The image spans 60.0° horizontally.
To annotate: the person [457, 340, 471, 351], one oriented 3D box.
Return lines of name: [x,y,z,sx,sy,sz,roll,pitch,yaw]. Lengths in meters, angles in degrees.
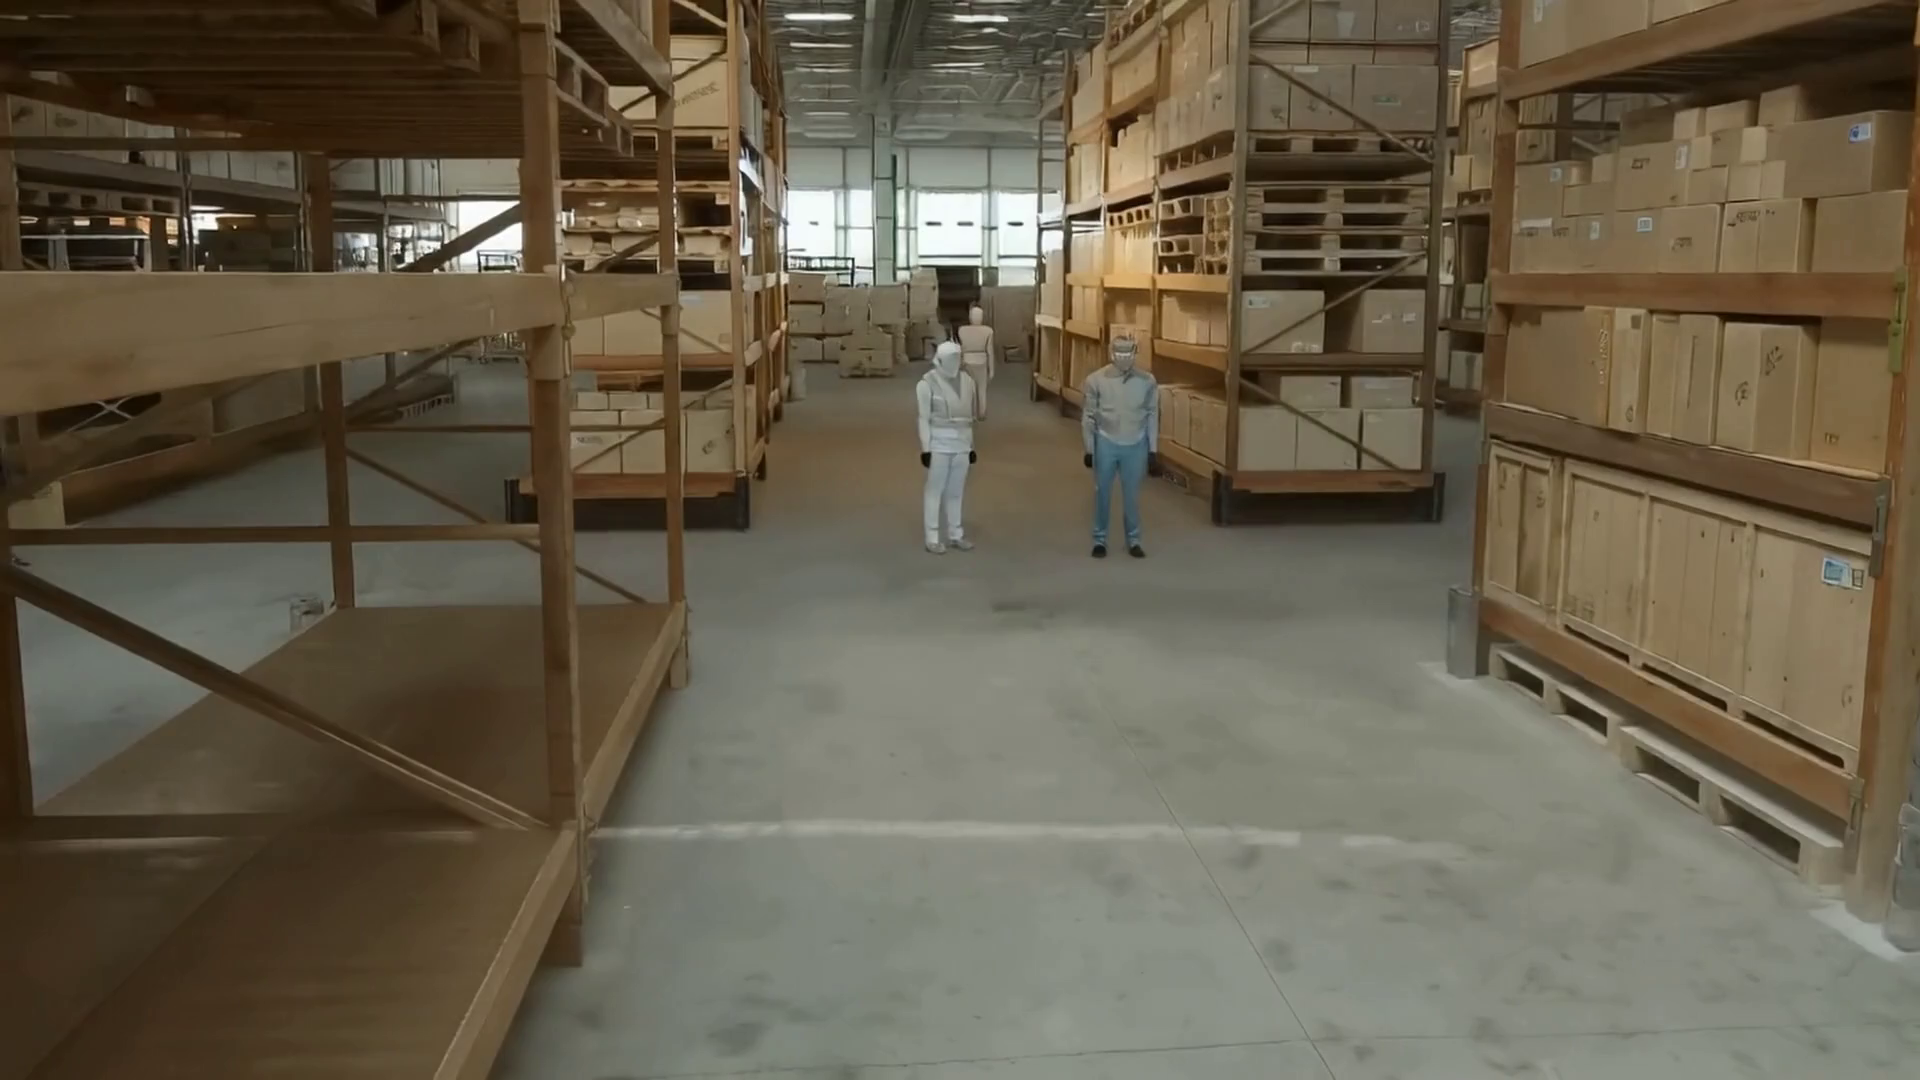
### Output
person: [-15.670,-6.892,52.510,0.658,1.893,0.550,-3,10,-19]

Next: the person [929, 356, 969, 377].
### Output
person: [-0.131,-1.615,20.281,0.496,1.602,0.815,-1,9,-9]

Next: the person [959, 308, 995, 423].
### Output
person: [0.274,-2.866,27.314,0.605,1.872,1.002,0,9,1]

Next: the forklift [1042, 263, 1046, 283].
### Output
forklift: [3.351,-8.646,60.421,1.873,2.768,1.129,6,11,35]

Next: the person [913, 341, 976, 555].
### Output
person: [-0.103,-0.799,14.405,0.626,1.844,0.429,-8,12,-43]

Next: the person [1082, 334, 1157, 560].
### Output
person: [1.357,-0.779,14.071,0.651,1.907,0.409,-1,9,-9]

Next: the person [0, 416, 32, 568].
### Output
person: [-8.068,-0.682,13.553,0.742,1.876,0.682,2,9,14]
